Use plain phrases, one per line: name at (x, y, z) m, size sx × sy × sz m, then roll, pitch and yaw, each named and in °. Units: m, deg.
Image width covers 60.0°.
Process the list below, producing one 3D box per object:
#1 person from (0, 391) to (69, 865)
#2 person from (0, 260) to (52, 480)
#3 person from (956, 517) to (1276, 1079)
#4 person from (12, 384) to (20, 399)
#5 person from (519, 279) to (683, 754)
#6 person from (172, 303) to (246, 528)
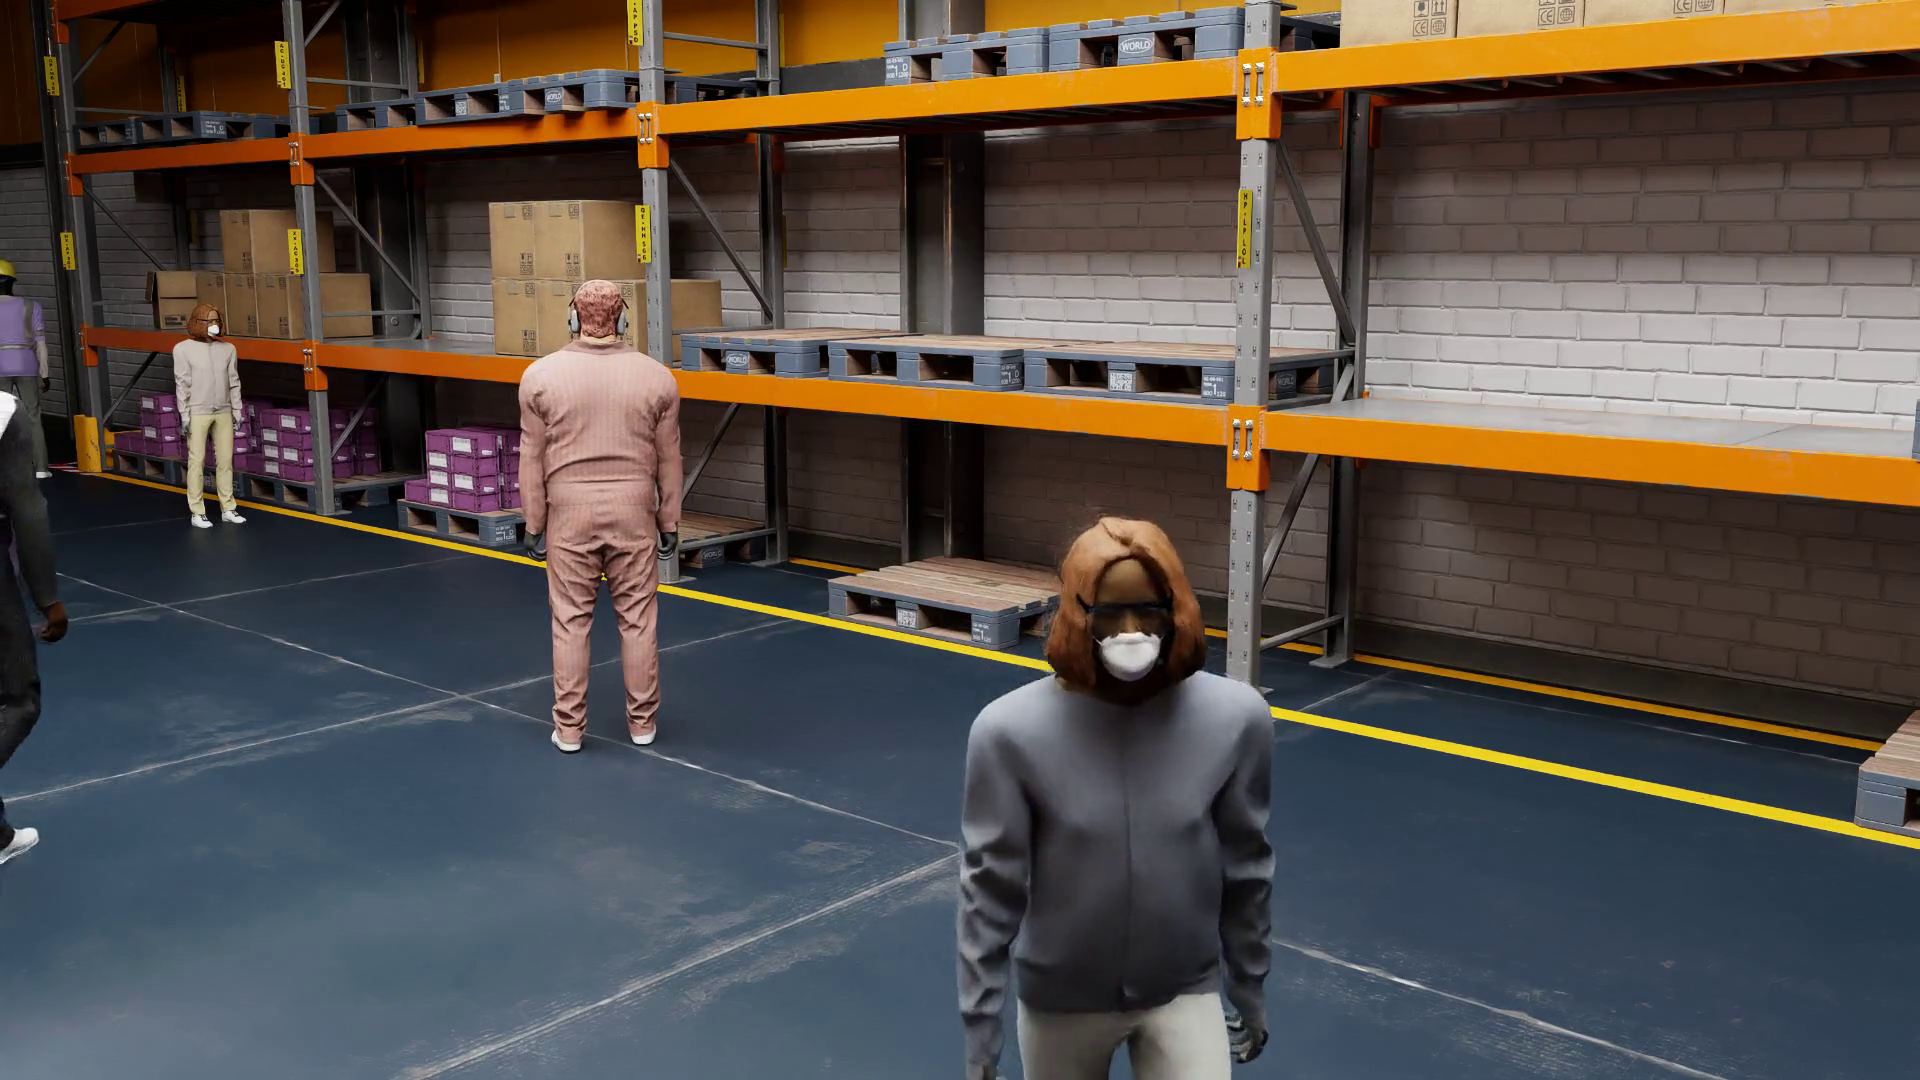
person at (-3.170, 0.173, 5.198) m, size 0.615 × 1.902 × 0.681 m, roll 0°, pitch 10°, yaw 0°
person at (-8.231, -1.458, 14.435) m, size 0.585 × 1.917 × 0.382 m, roll -6°, pitch 12°, yaw -30°
person at (0.256, 0.767, 2.630) m, size 0.525 × 1.609 × 0.617 m, roll -1°, pitch 10°, yaw -4°
person at (-9.443, -1.773, 16.361) m, size 0.514 × 1.873 × 0.329 m, roll -4°, pitch 11°, yaw -20°
person at (-1.442, -0.090, 6.715) m, size 0.647 × 1.901 × 0.402 m, roll -3°, pitch 10°, yaw -16°
person at (-5.466, -0.906, 12.126) m, size 0.277 × 1.629 × 0.497 m, roll 7°, pitch 12°, yaw 35°
